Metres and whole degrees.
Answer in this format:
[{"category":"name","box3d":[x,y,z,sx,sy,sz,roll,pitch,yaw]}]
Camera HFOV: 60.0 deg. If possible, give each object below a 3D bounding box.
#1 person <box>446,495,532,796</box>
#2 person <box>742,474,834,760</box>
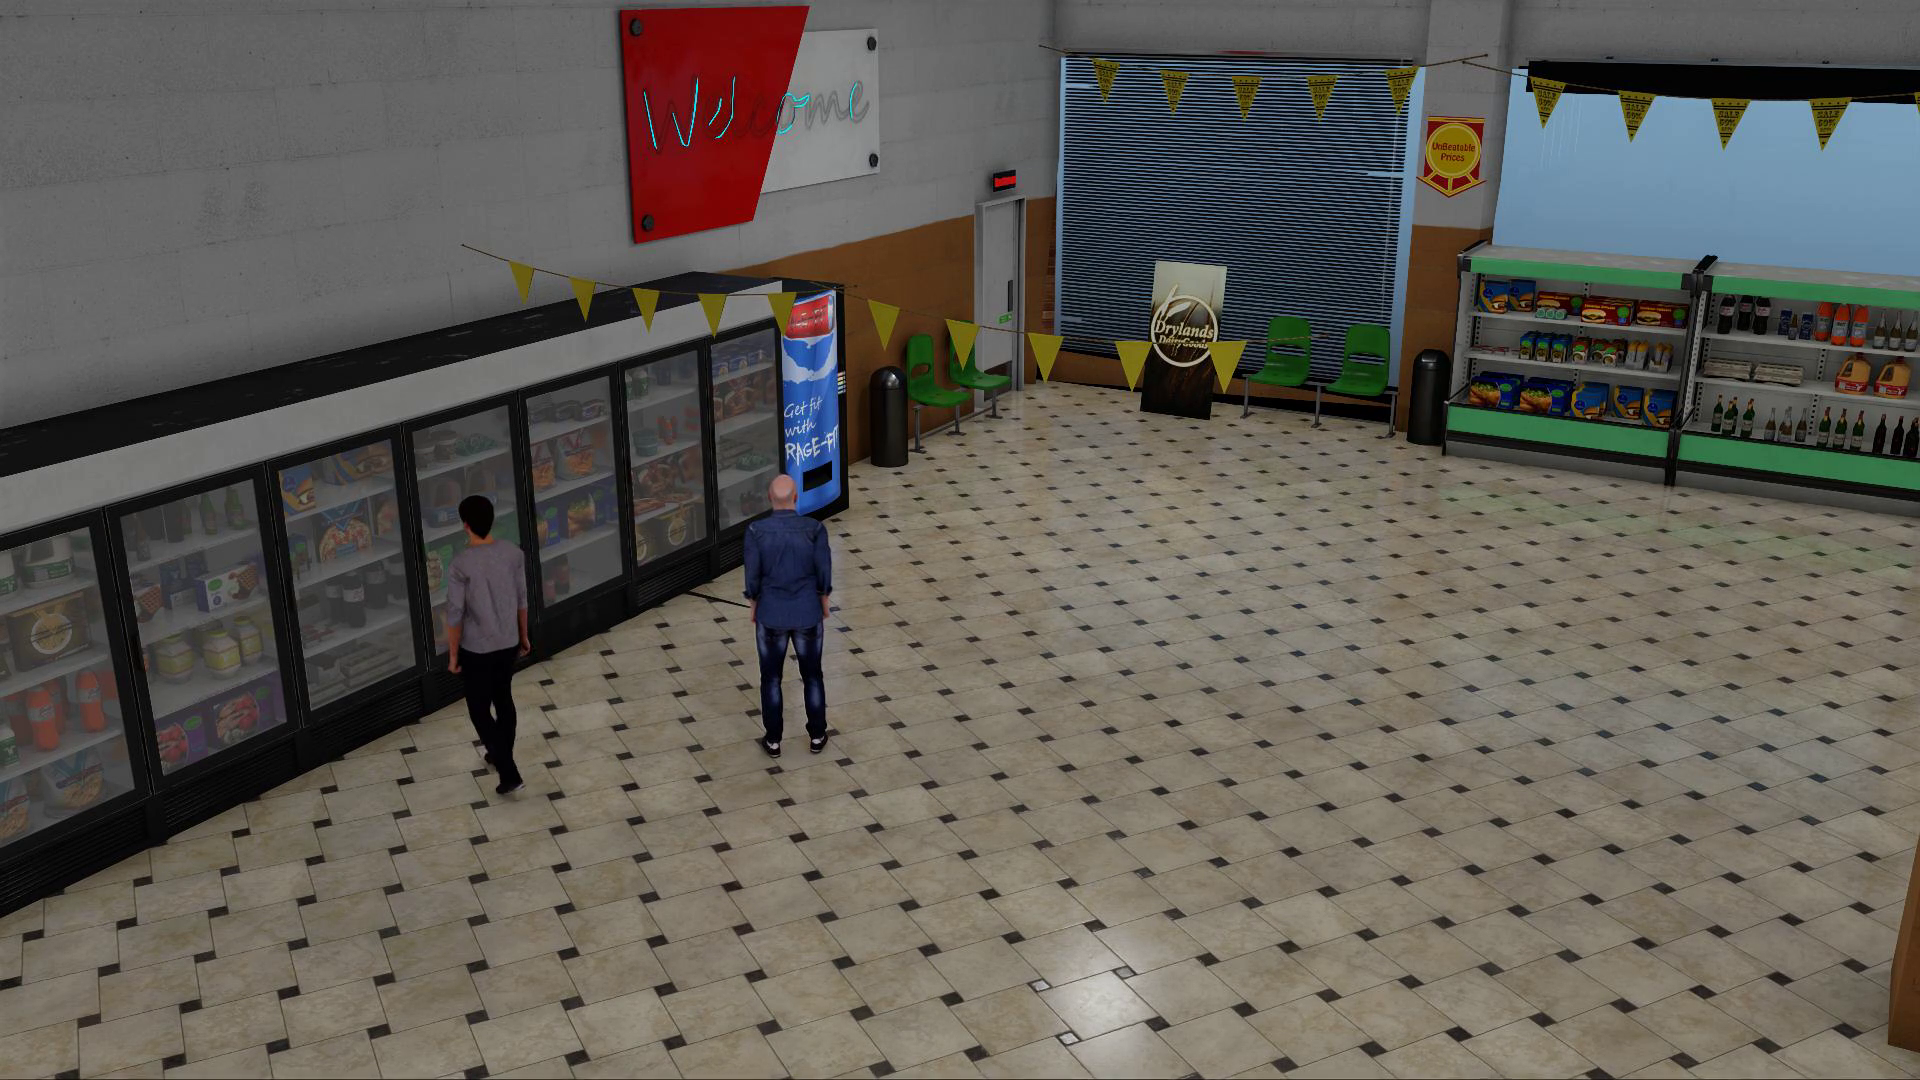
[{"category":"person","box3d":[-2.753,0.635,9.825,0.997,1.832,0.811,17,25,41]},{"category":"person","box3d":[-1.059,0.471,10.321,0.769,1.826,0.856,-3,19,-9]}]
